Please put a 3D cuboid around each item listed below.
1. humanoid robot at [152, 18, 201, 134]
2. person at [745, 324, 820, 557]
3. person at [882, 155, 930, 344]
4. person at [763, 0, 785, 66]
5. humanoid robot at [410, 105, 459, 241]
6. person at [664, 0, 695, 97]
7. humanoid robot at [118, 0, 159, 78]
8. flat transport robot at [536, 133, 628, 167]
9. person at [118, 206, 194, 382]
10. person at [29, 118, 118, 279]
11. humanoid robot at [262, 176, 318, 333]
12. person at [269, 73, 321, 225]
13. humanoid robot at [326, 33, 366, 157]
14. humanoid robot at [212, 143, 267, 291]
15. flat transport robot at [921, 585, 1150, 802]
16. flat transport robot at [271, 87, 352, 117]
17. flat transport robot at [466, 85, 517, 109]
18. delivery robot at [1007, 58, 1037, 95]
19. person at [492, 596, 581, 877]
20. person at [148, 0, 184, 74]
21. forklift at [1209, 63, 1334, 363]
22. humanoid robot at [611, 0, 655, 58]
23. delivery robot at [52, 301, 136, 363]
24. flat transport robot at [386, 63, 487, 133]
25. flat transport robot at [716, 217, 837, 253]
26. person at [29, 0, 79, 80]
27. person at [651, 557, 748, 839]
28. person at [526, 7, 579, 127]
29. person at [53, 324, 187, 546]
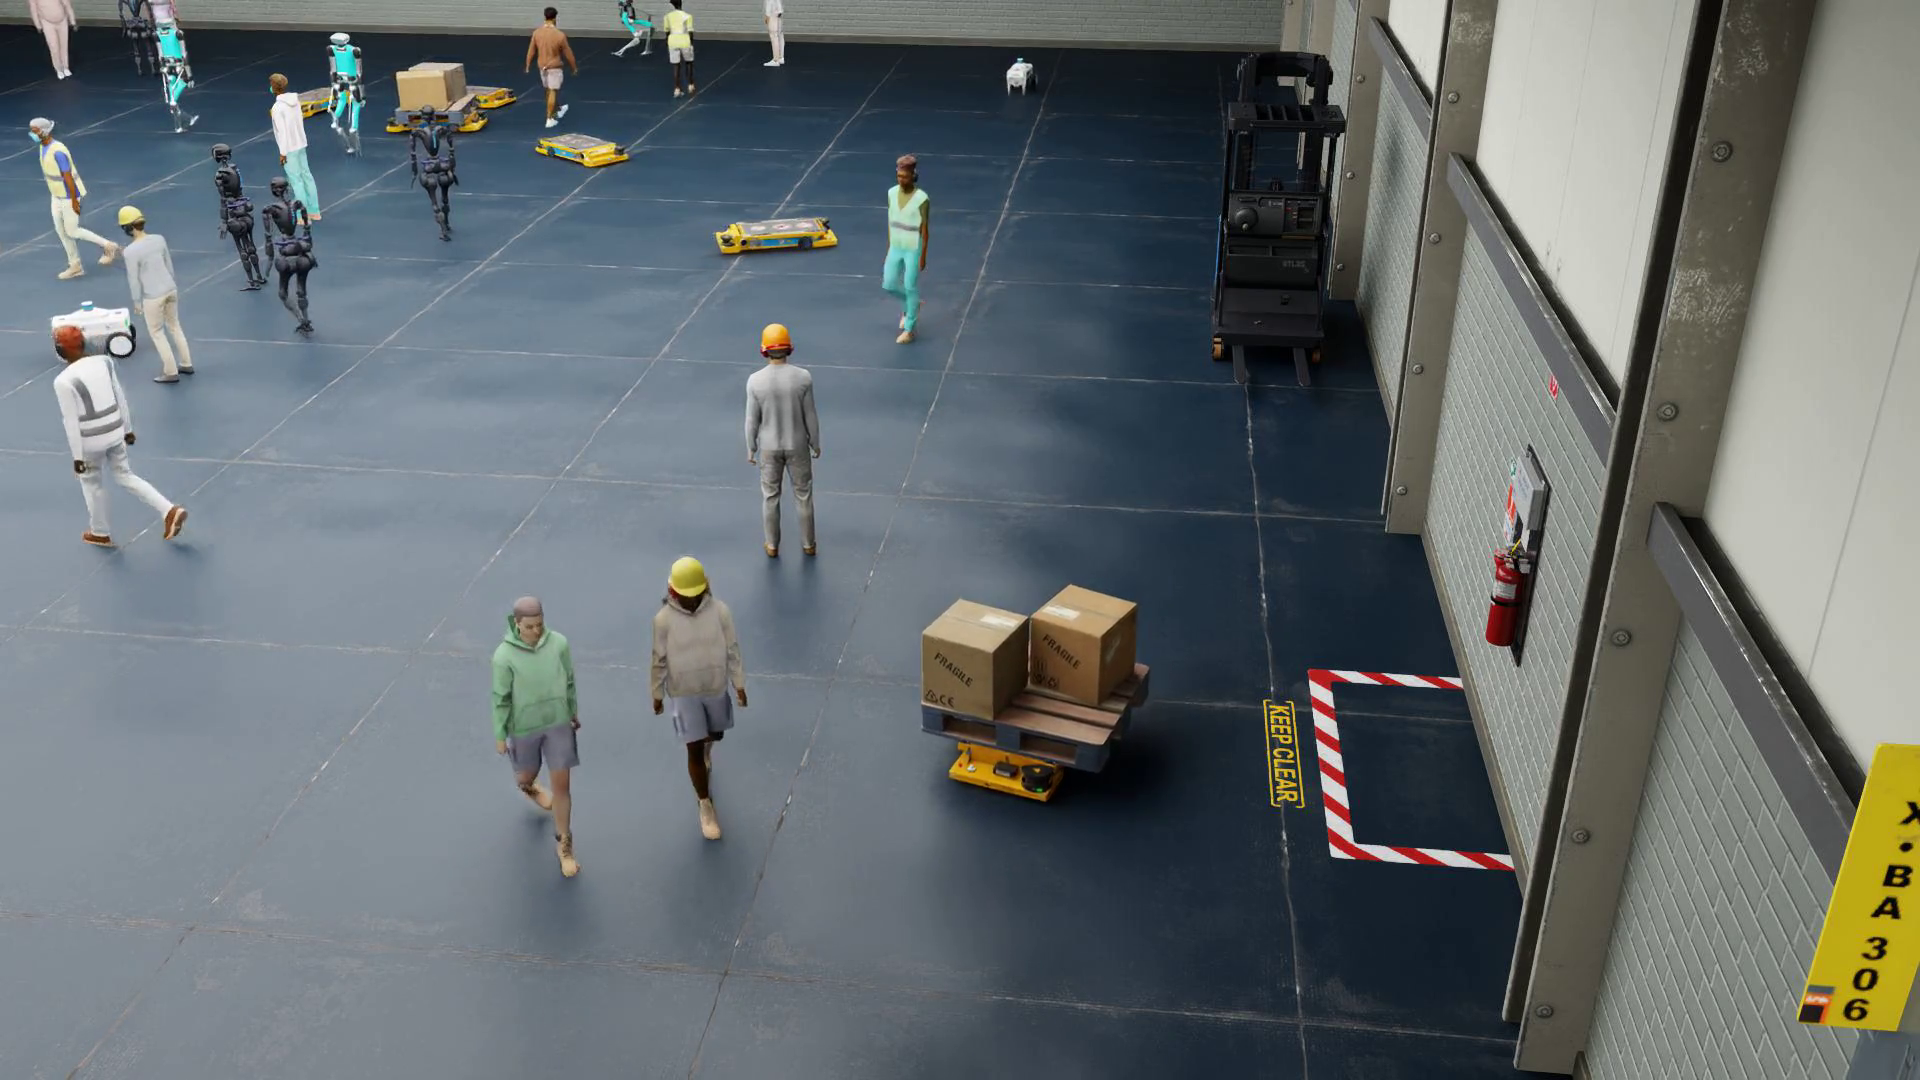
[{"bbox_3d":[-12.253,-7.164,25.821,0.589,1.737,1.025,6,27,13],"label":"humanoid robot"},{"bbox_3d":[-1.366,-0.755,12.845,0.572,1.889,0.385,-3,27,-6],"label":"person"},{"bbox_3d":[-0.551,-3.013,17.250,0.497,1.969,0.466,15,30,27],"label":"person"},{"bbox_3d":[-3.448,-9.756,30.818,0.400,1.880,0.499,9,28,18],"label":"person"},{"bbox_3d":[-6.592,-4.606,20.782,0.589,1.637,0.686,-17,31,-31],"label":"humanoid robot"},{"bbox_3d":[-4.791,-8.472,28.493,0.549,1.650,0.817,2,27,5],"label":"person"},{"bbox_3d":[-14.777,-9.186,29.898,0.599,1.651,0.311,-7,27,-14],"label":"humanoid robot"},{"bbox_3d":[-5.631,-5.800,24.717,1.431,0.231,0.659,23,35,38],"label":"flat transport robot"},{"bbox_3d":[-7.900,-2.398,16.275,0.392,1.745,0.536,8,28,15],"label":"person"},{"bbox_3d":[-10.306,-3.983,19.303,0.561,1.867,0.627,19,32,33],"label":"person"},{"bbox_3d":[-7.039,-3.007,17.575,0.433,1.634,0.593,17,31,30],"label":"humanoid robot"},{"bbox_3d":[-8.534,-4.997,21.278,0.349,1.914,0.497,6,27,13],"label":"person"},{"bbox_3d":[-9.080,-6.454,24.508,0.545,1.913,0.706,5,27,10],"label":"humanoid robot"},{"bbox_3d":[-8.219,-3.672,18.882,0.315,1.657,0.599,1,27,1],"label":"humanoid robot"},{"bbox_3d":[0.509,1.183,10.776,0.659,0.231,1.431,11,29,21],"label":"flat transport robot"},{"bbox_3d":[-10.728,-7.285,27.682,0.659,0.231,1.431,9,28,17],"label":"flat transport robot"},{"bbox_3d":[-8.295,-7.489,28.090,1.431,0.231,0.659,8,28,15],"label":"flat transport robot"},{"bbox_3d":[1.047,-8.078,28.932,0.499,0.581,0.767,6,27,12],"label":"delivery robot"},{"bbox_3d":[-2.431,1.023,9.495,0.507,1.709,0.773,-13,30,-25],"label":"person"},{"bbox_3d":[-14.442,-9.525,30.198,0.404,2.035,0.617,9,28,18],"label":"person"},{"bbox_3d":[3.241,-3.477,17.183,1.129,2.768,1.873,3,27,6],"label":"forklift"},{"bbox_3d":[-6.120,-9.893,31.274,1.044,1.750,0.558,-16,31,-29],"label":"humanoid robot"},{"bbox_3d":[-8.909,-2.159,17.126,0.791,0.592,0.499,-11,29,-21],"label":"delivery robot"},{"bbox_3d":[-8.303,-6.634,26.382,1.431,0.231,0.659,-1,27,-3],"label":"flat transport robot"},{"bbox_3d":[-2.289,-3.791,20.707,1.431,0.231,0.659,-6,27,-12],"label":"flat transport robot"},{"bbox_3d":[-16.156,-9.210,29.743,0.653,1.870,0.888,-22,34,-37],"label":"person"},{"bbox_3d":[-1.558,0.834,9.841,0.543,1.734,0.803,-9,28,-18],"label":"person"},{"bbox_3d":[-6.509,-7.586,26.566,0.773,1.802,0.902,9,28,17],"label":"person"},{"bbox_3d":[-6.633,-0.788,12.952,0.810,1.852,0.616,8,28,15],"label":"person"}]
